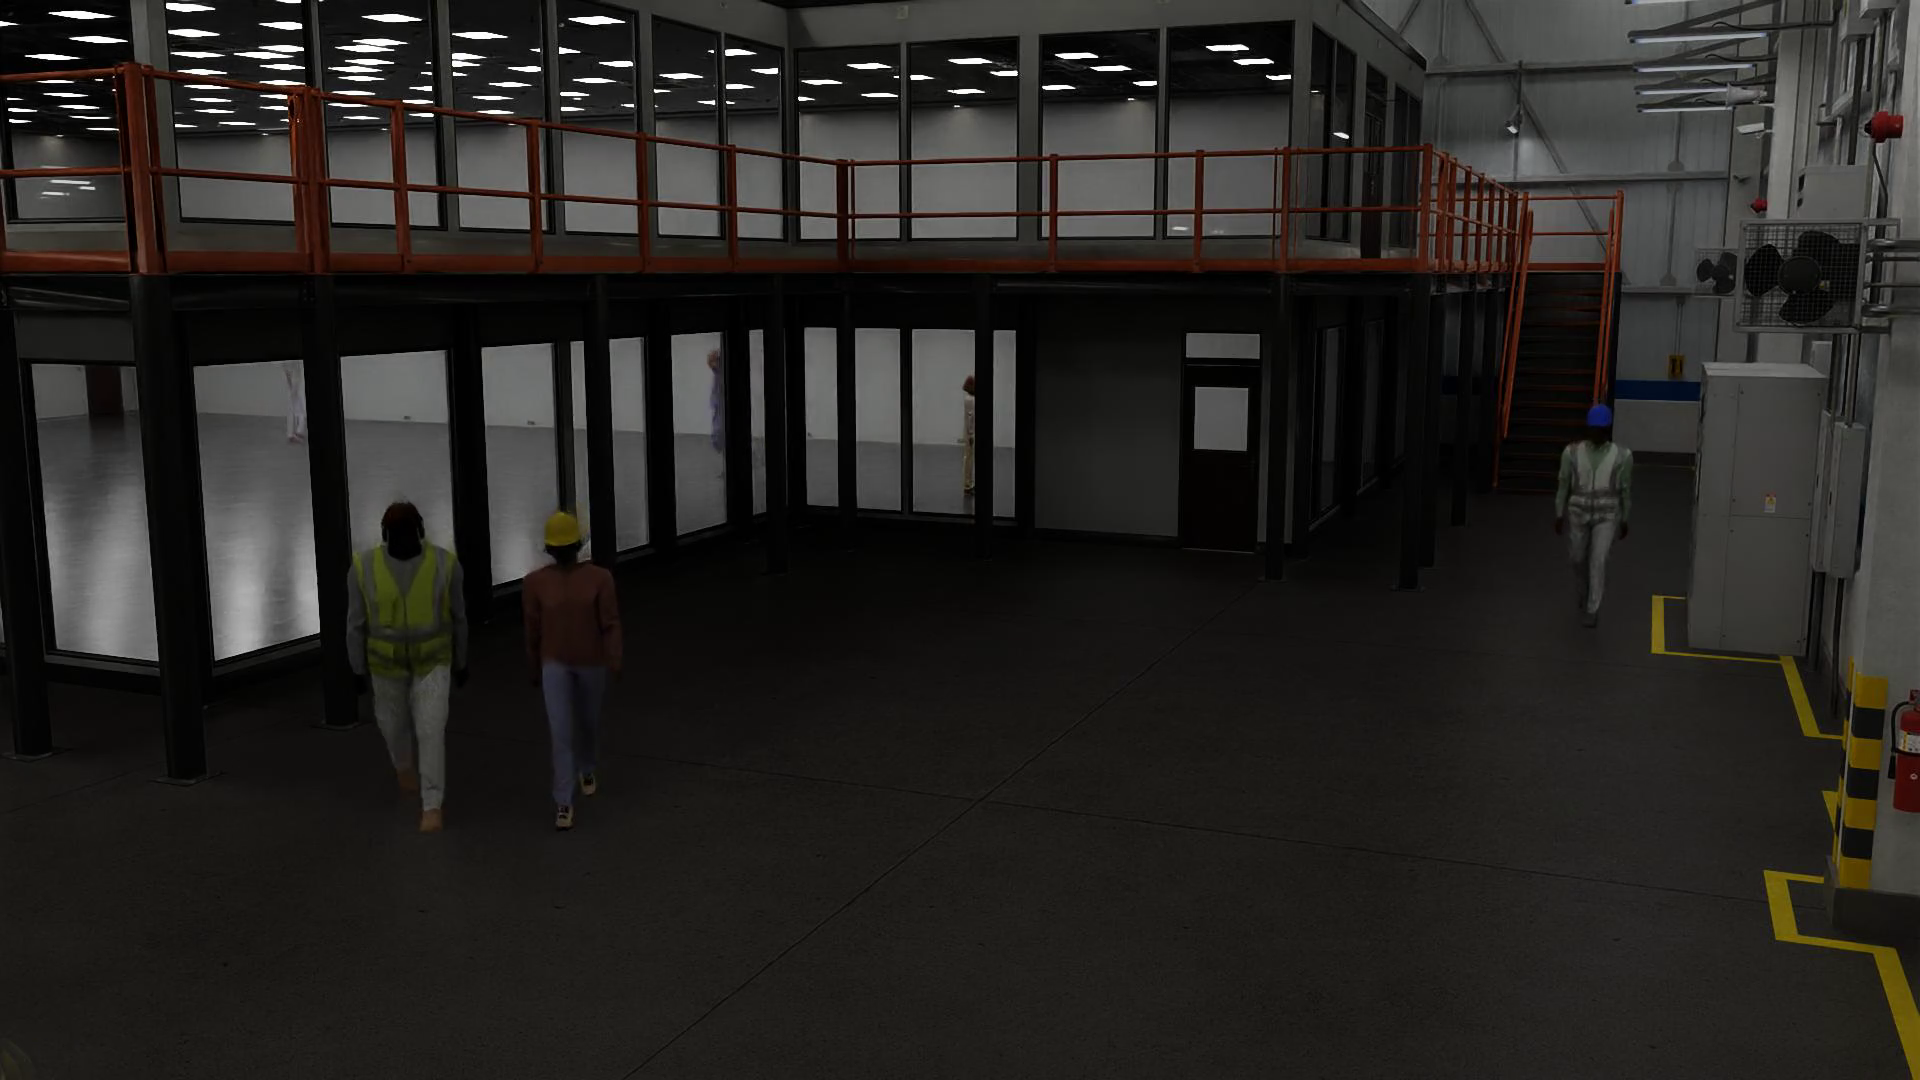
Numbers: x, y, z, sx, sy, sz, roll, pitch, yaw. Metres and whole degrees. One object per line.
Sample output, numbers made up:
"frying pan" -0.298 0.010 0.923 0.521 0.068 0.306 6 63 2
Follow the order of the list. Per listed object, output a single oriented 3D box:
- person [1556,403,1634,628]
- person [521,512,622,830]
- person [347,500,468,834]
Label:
"person" 5.510 -0.238 14.459 0.619 1.927 0.758 5 10 28
"person" -2.189 0.686 9.402 0.533 1.725 0.900 -2 9 -14
"person" -3.076 0.661 9.303 0.636 1.819 0.812 -2 9 -13
